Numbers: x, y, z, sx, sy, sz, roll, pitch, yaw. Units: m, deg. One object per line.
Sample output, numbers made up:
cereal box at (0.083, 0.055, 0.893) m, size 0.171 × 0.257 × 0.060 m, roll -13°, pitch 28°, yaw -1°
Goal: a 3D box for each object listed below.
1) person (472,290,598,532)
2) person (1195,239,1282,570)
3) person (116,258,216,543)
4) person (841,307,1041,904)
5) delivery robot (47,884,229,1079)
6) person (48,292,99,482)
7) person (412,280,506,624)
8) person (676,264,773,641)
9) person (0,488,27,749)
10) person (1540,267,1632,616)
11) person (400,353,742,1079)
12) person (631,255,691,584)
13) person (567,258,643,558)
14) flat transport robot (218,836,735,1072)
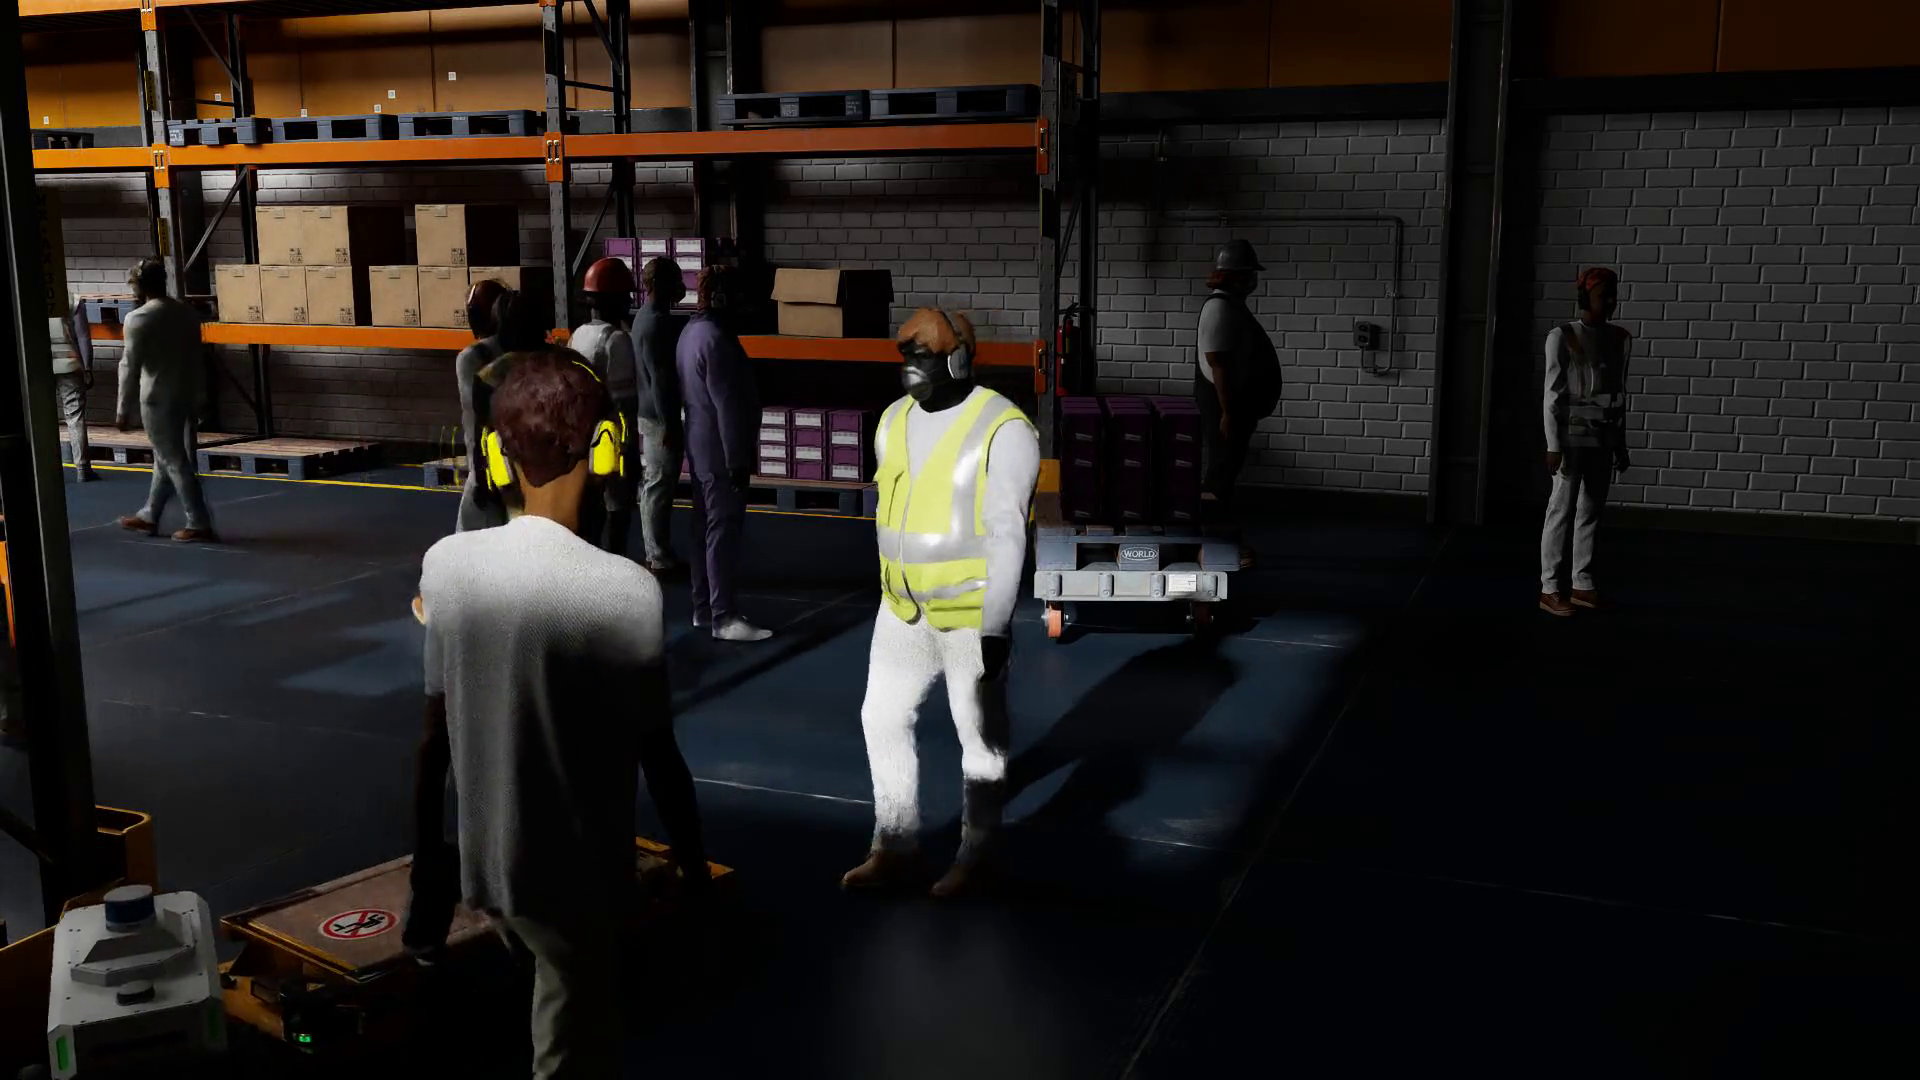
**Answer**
person at (-1.750, -0.145, 7.071) m, size 0.583 × 1.823 × 0.632 m, roll 9°, pitch 13°, yaw 40°
person at (1.734, -0.849, 10.389) m, size 0.538 × 2.000 × 0.682 m, roll 2°, pitch 10°, yaw 10°
person at (-5.414, -0.920, 11.155) m, size 0.837 × 1.901 × 0.654 m, roll 2°, pitch 10°, yaw 10°
person at (-0.094, 0.225, 5.012) m, size 0.649 × 1.823 × 0.621 m, roll 9°, pitch 13°, yaw 40°
delivery robot at (-1.877, 1.031, 3.796) m, size 0.477 × 0.478 × 0.707 m, roll -5°, pitch 11°, yaw -26°
person at (-7.581, -1.439, 13.928) m, size 0.606 × 1.951 × 0.382 m, roll -3°, pitch 11°, yaw -17°
person at (-2.331, -0.377, 8.340) m, size 1.027 × 1.823 × 0.566 m, roll 6°, pitch 12°, yaw 32°
person at (-1.206, -0.441, 8.489) m, size 0.409 × 1.909 × 0.643 m, roll -5°, pitch 11°, yaw -25°
person at (-3.956, -0.085, 6.515) m, size 0.818 × 1.909 × 0.635 m, roll 8°, pitch 13°, yaw 38°
person at (3.413, -0.530, 9.056) m, size 0.575 × 1.883 × 0.355 m, roll -5°, pitch 11°, yaw -26°
person at (-0.643, 0.604, 2.886) m, size 0.629 × 1.825 × 0.715 m, roll 7°, pitch 12°, yaw 32°
person at (-1.762, -0.713, 9.917) m, size 0.372 × 1.940 × 0.632 m, roll -3°, pitch 10°, yaw -14°
person at (-1.822, -0.497, 8.713) m, size 0.376 × 1.939 × 0.547 m, roll -9°, pitch 13°, yaw -40°
flat transport robot at (-1.375, 1.056, 4.708) m, size 0.652 × 0.197 × 1.431 m, roll 8°, pitch 13°, yaw 36°
